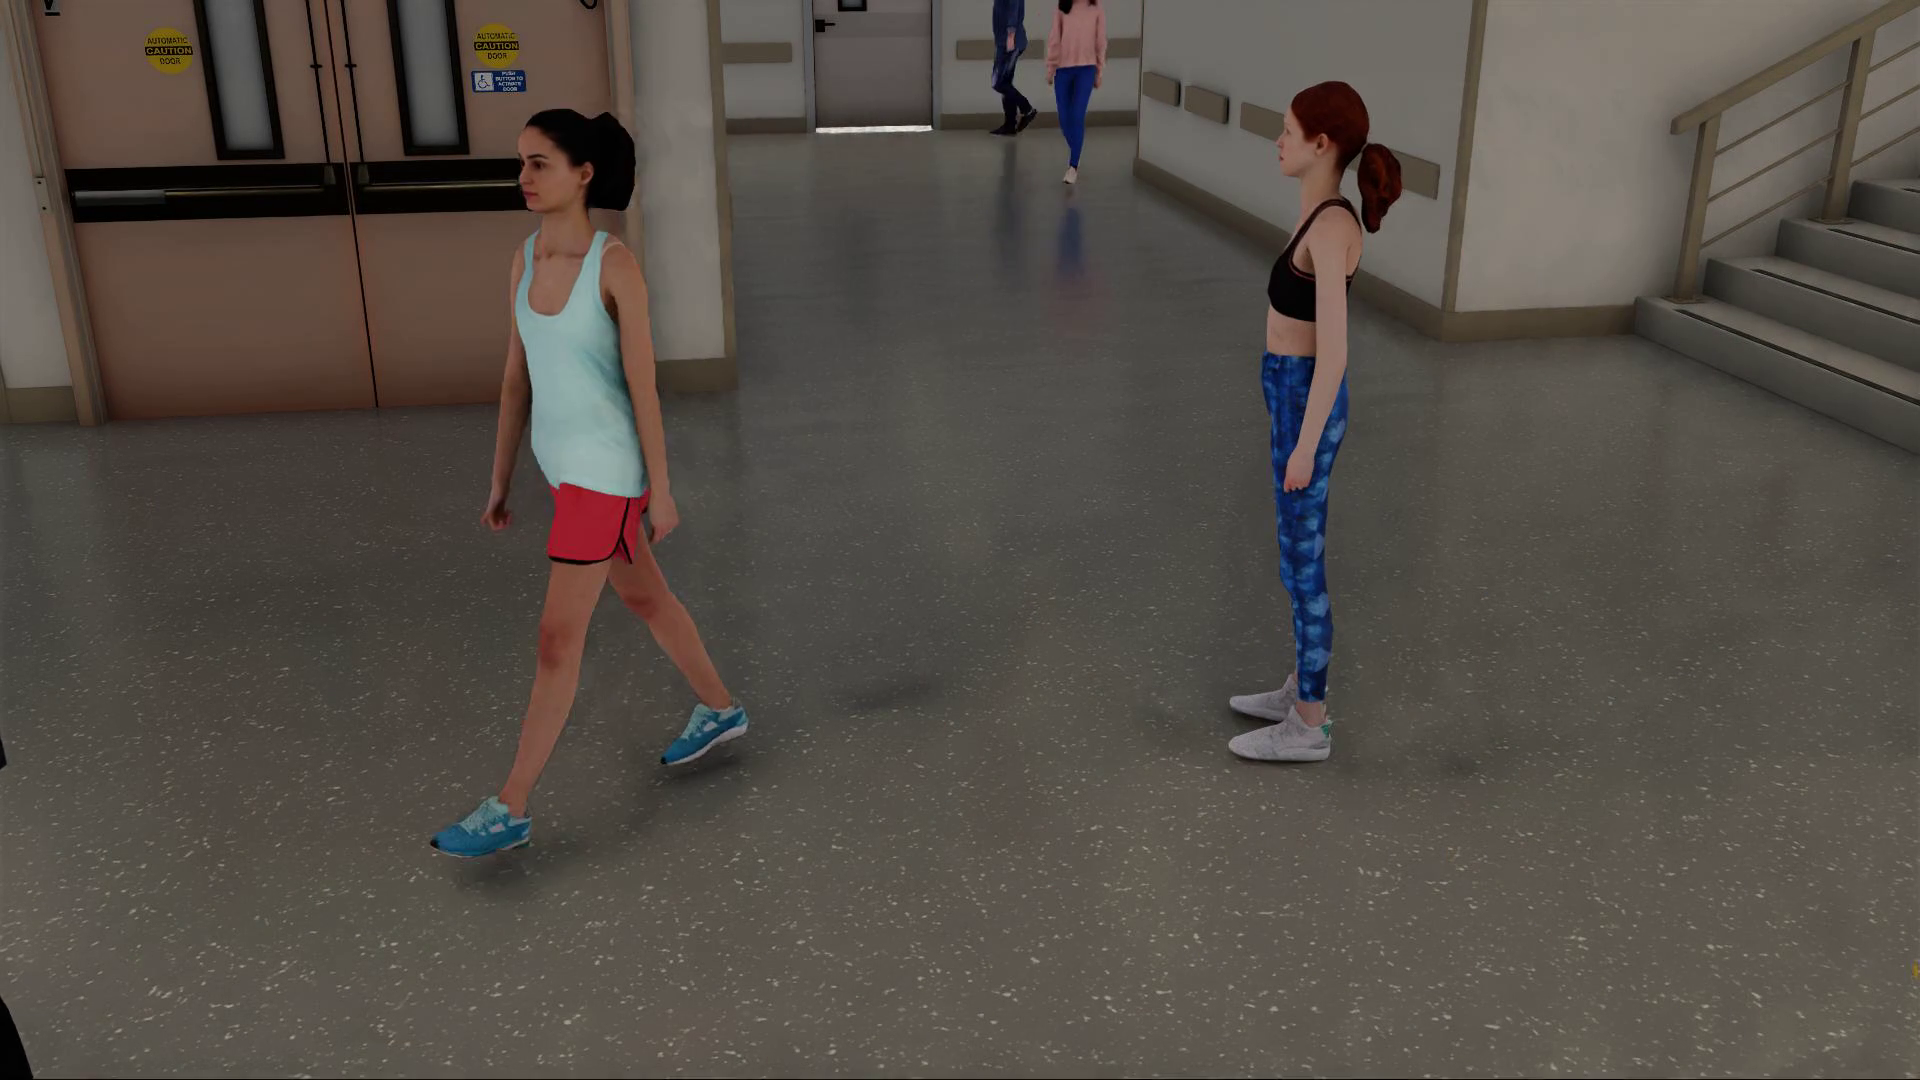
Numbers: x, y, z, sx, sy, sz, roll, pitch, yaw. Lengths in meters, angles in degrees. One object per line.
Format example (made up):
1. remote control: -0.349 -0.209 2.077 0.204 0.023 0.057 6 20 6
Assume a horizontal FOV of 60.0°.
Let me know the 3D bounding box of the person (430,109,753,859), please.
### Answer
1. person: -0.828 -0.134 4.070 1.111 1.709 1.240 17 26 37

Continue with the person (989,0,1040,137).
1. person: 0.558 -4.938 16.611 0.741 1.810 0.752 -2 21 -5

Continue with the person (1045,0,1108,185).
1. person: 0.972 -3.878 13.913 1.179 1.739 1.029 6 21 14

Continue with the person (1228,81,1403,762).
1. person: 0.897 -0.274 4.333 0.659 1.784 0.645 4 21 9
